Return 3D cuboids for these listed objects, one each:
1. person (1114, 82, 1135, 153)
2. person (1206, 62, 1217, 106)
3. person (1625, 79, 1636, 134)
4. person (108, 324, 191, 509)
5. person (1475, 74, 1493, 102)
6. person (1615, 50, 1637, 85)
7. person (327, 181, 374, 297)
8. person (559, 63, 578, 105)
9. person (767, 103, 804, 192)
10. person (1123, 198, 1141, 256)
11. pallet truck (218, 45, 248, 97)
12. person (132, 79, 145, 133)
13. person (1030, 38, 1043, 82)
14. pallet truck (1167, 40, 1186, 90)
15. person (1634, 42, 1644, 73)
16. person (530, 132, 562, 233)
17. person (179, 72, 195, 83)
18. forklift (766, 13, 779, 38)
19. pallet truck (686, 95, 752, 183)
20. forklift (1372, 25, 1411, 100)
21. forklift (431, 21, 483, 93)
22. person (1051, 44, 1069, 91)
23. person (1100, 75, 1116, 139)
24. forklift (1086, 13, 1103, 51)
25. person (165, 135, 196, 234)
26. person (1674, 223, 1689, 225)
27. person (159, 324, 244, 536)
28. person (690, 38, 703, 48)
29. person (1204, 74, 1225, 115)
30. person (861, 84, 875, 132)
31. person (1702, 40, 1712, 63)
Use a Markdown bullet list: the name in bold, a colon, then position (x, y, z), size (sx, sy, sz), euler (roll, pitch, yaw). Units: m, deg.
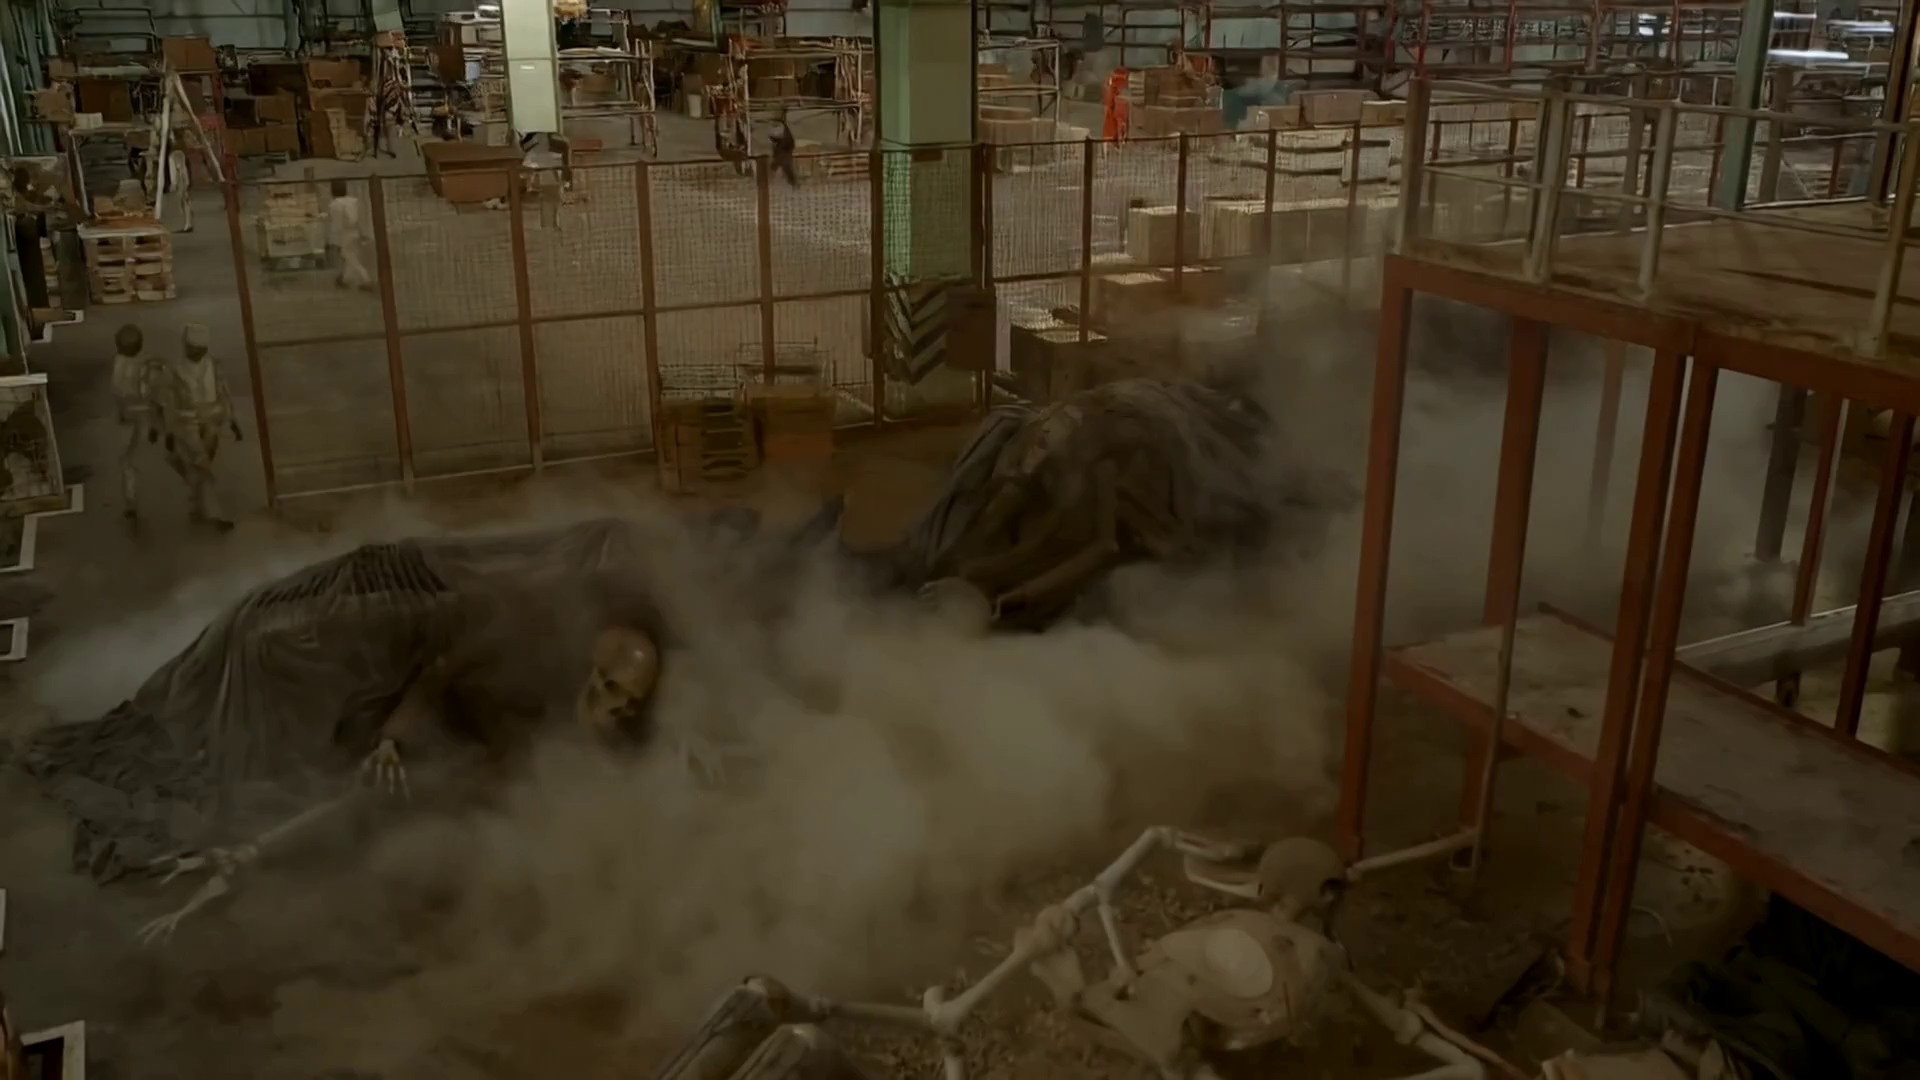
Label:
- **person**: position (4.537, -11.655, 45.907), size (0.557, 1.912, 0.589), euler (1, 19, 2)
- **person**: position (9.048, -16.333, 59.820), size (0.542, 1.690, 0.465), euler (-18, 26, -42)
- **person**: position (20.612, -13.419, 51.252), size (0.312, 1.769, 0.522), euler (6, 20, 17)
- **person**: position (-7.709, -1.163, 15.690), size (0.668, 1.805, 0.572), euler (14, 24, 35)
- **person**: position (17.115, -14.339, 54.142), size (0.545, 1.602, 0.782), euler (-7, 20, -20)
- **person**: position (28.455, -20.220, 70.787), size (0.565, 1.881, 0.993), euler (-10, 21, -27)
- **person**: position (-9.572, -4.696, 25.927), size (0.950, 1.798, 0.641), euler (7, 20, 19)
- **person**: position (-13.377, -15.427, 56.871), size (0.729, 1.901, 0.650), euler (16, 25, 38)
- **person**: position (-4.138, -8.961, 37.914), size (0.978, 2.000, 0.682), euler (4, 19, 12)
- **person**: position (2.324, -3.807, 23.197), size (0.869, 1.884, 0.625), euler (-9, 21, -24)
- **pallet truck**: position (-28.879, -18.665, 66.111), size (0.823, 1.965, 1.885), euler (-3, 19, -9)
- **person**: position (-25.375, -13.403, 51.414), size (0.521, 1.633, 0.315), euler (6, 20, 17)
- **person**: position (3.372, -21.435, 74.294), size (0.546, 1.904, 0.939), euler (-10, 22, -28)
- **pallet truck**: position (9.045, -19.971, 69.895), size (0.823, 1.965, 1.885), euler (-3, 19, -8)
- **person**: position (28.100, -19.679, 68.979), size (0.391, 2.040, 0.615), euler (9, 21, 23)
- **person**: position (-7.980, -6.904, 32.146), size (0.581, 1.919, 0.400), euler (-7, 20, -20)
- **person**: position (-28.302, -16.818, 60.949), size (0.607, 1.879, 1.004), euler (4, 19, 10)
- **forklift**: position (-8.831, -23.484, 78.745), size (1.873, 2.768, 1.129), euler (-9, 21, -25)
- **pallet truck**: position (-5.836, -9.608, 39.856), size (0.823, 1.965, 1.885), euler (10, 22, 27)
- **forklift**: position (16.591, -17.896, 62.549), size (1.873, 2.768, 1.129), euler (-9, 21, -25)
- **forklift**: position (-20.683, -19.824, 68.136), size (1.129, 2.768, 1.873), euler (14, 23, 35)
- **person**: position (4.194, -19.497, 68.682), size (0.974, 1.904, 0.630), euler (1, 19, 3)
- **person**: position (4.428, -12.942, 49.736), size (0.528, 1.860, 0.333), euler (15, 24, 37)
- **forklift**: position (6.345, -23.488, 78.758), size (1.873, 2.768, 1.129), euler (-9, 21, -25)
- **person**: position (-15.056, -6.853, 32.072), size (0.328, 1.865, 0.508), euler (-2, 19, -5)
- **person**: position (9.116, -3.166, 21.336), size (0.729, 1.890, 0.620), euler (-12, 22, -31)
- **person**: position (-6.823, -1.000, 15.049), size (0.936, 1.895, 0.609), euler (11, 22, 28)
- **person**: position (-11.685, -21.342, 73.990), size (0.650, 1.916, 0.629), euler (-1, 19, -3)
- **person**: position (7.549, -12.875, 49.449), size (0.618, 1.923, 0.988), euler (-6, 20, -17)
- **person**: position (-2.485, -11.542, 45.668), size (0.523, 1.867, 0.587), euler (-18, 26, -41)
- **person**: position (35.267, -22.745, 78.239), size (0.890, 1.788, 0.626), euler (-9, 21, -24)
